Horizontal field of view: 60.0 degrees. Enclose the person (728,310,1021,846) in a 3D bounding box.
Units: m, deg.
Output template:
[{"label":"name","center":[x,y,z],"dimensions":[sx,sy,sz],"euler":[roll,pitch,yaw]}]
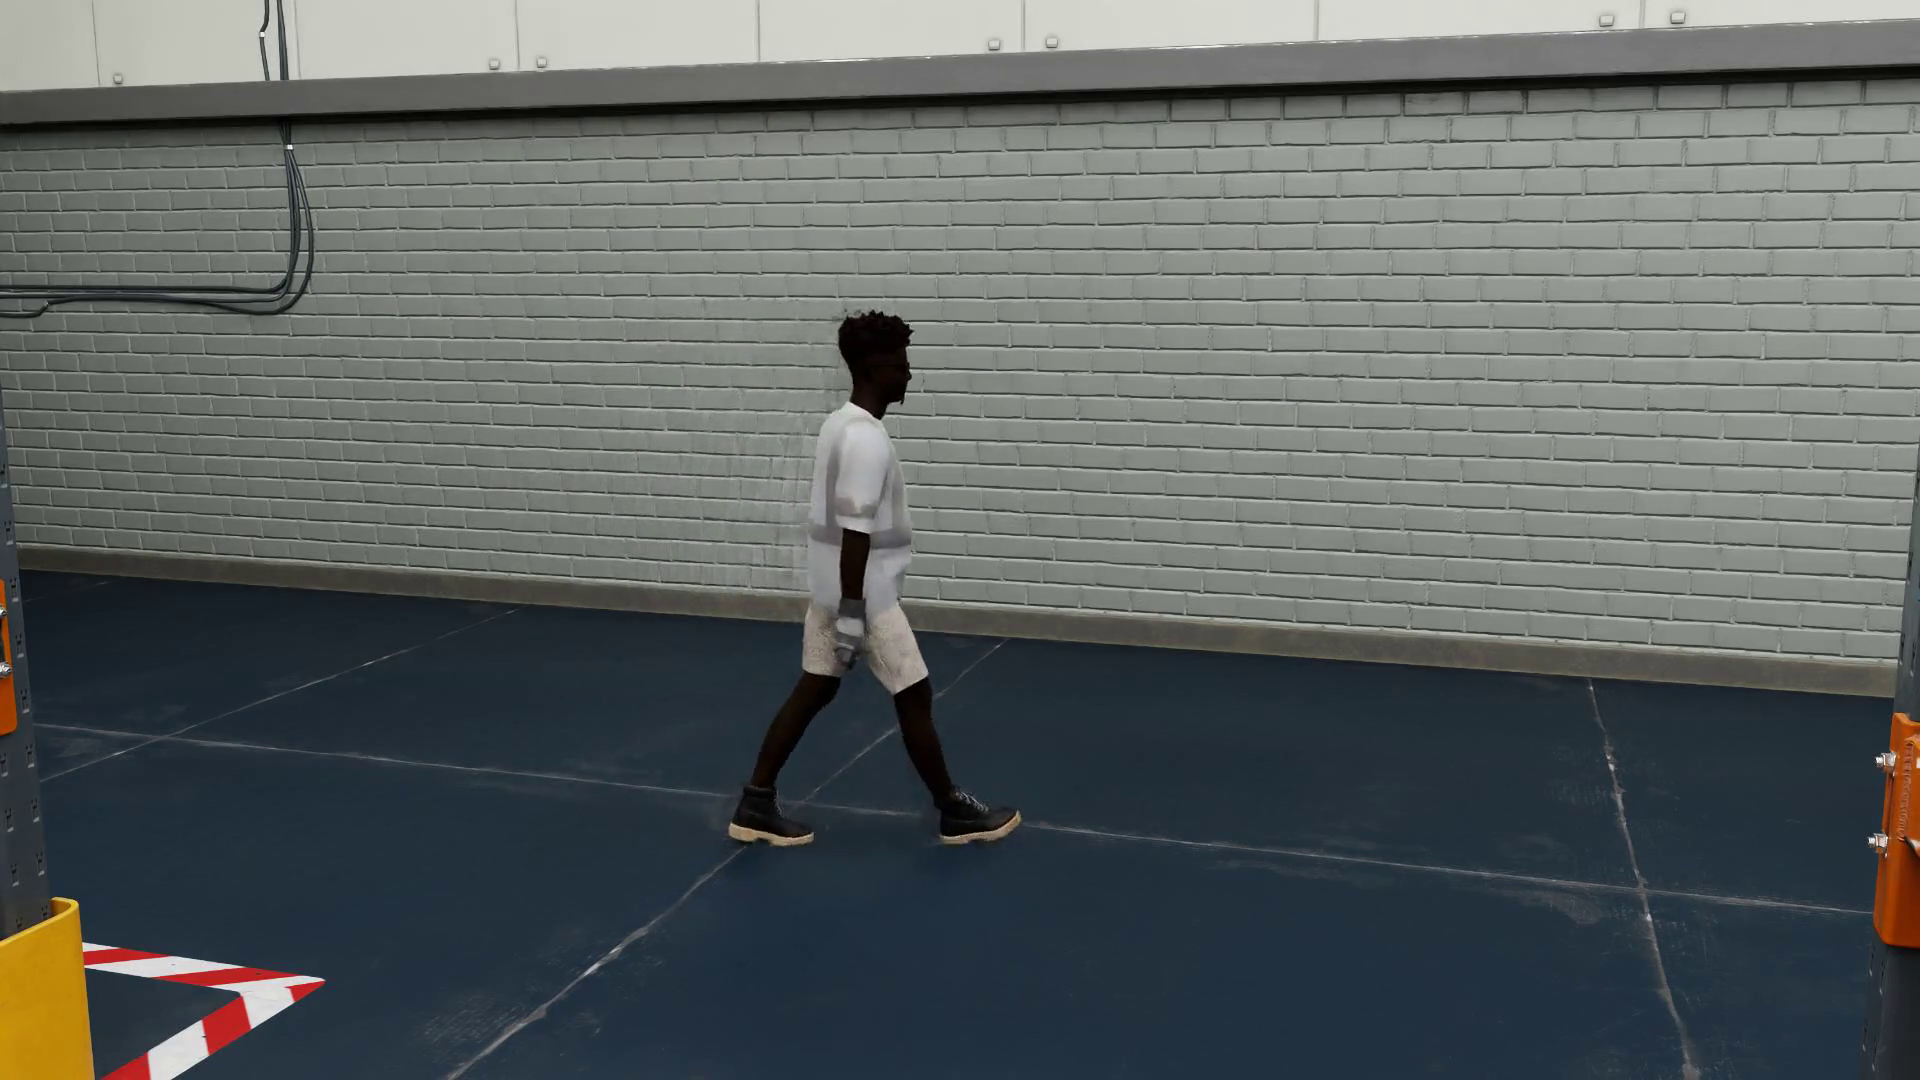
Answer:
[{"label":"person","center":[-0.343,0.157,5.813],"dimensions":[1.044,1.911,0.620],"euler":[-2,10,-14]}]
